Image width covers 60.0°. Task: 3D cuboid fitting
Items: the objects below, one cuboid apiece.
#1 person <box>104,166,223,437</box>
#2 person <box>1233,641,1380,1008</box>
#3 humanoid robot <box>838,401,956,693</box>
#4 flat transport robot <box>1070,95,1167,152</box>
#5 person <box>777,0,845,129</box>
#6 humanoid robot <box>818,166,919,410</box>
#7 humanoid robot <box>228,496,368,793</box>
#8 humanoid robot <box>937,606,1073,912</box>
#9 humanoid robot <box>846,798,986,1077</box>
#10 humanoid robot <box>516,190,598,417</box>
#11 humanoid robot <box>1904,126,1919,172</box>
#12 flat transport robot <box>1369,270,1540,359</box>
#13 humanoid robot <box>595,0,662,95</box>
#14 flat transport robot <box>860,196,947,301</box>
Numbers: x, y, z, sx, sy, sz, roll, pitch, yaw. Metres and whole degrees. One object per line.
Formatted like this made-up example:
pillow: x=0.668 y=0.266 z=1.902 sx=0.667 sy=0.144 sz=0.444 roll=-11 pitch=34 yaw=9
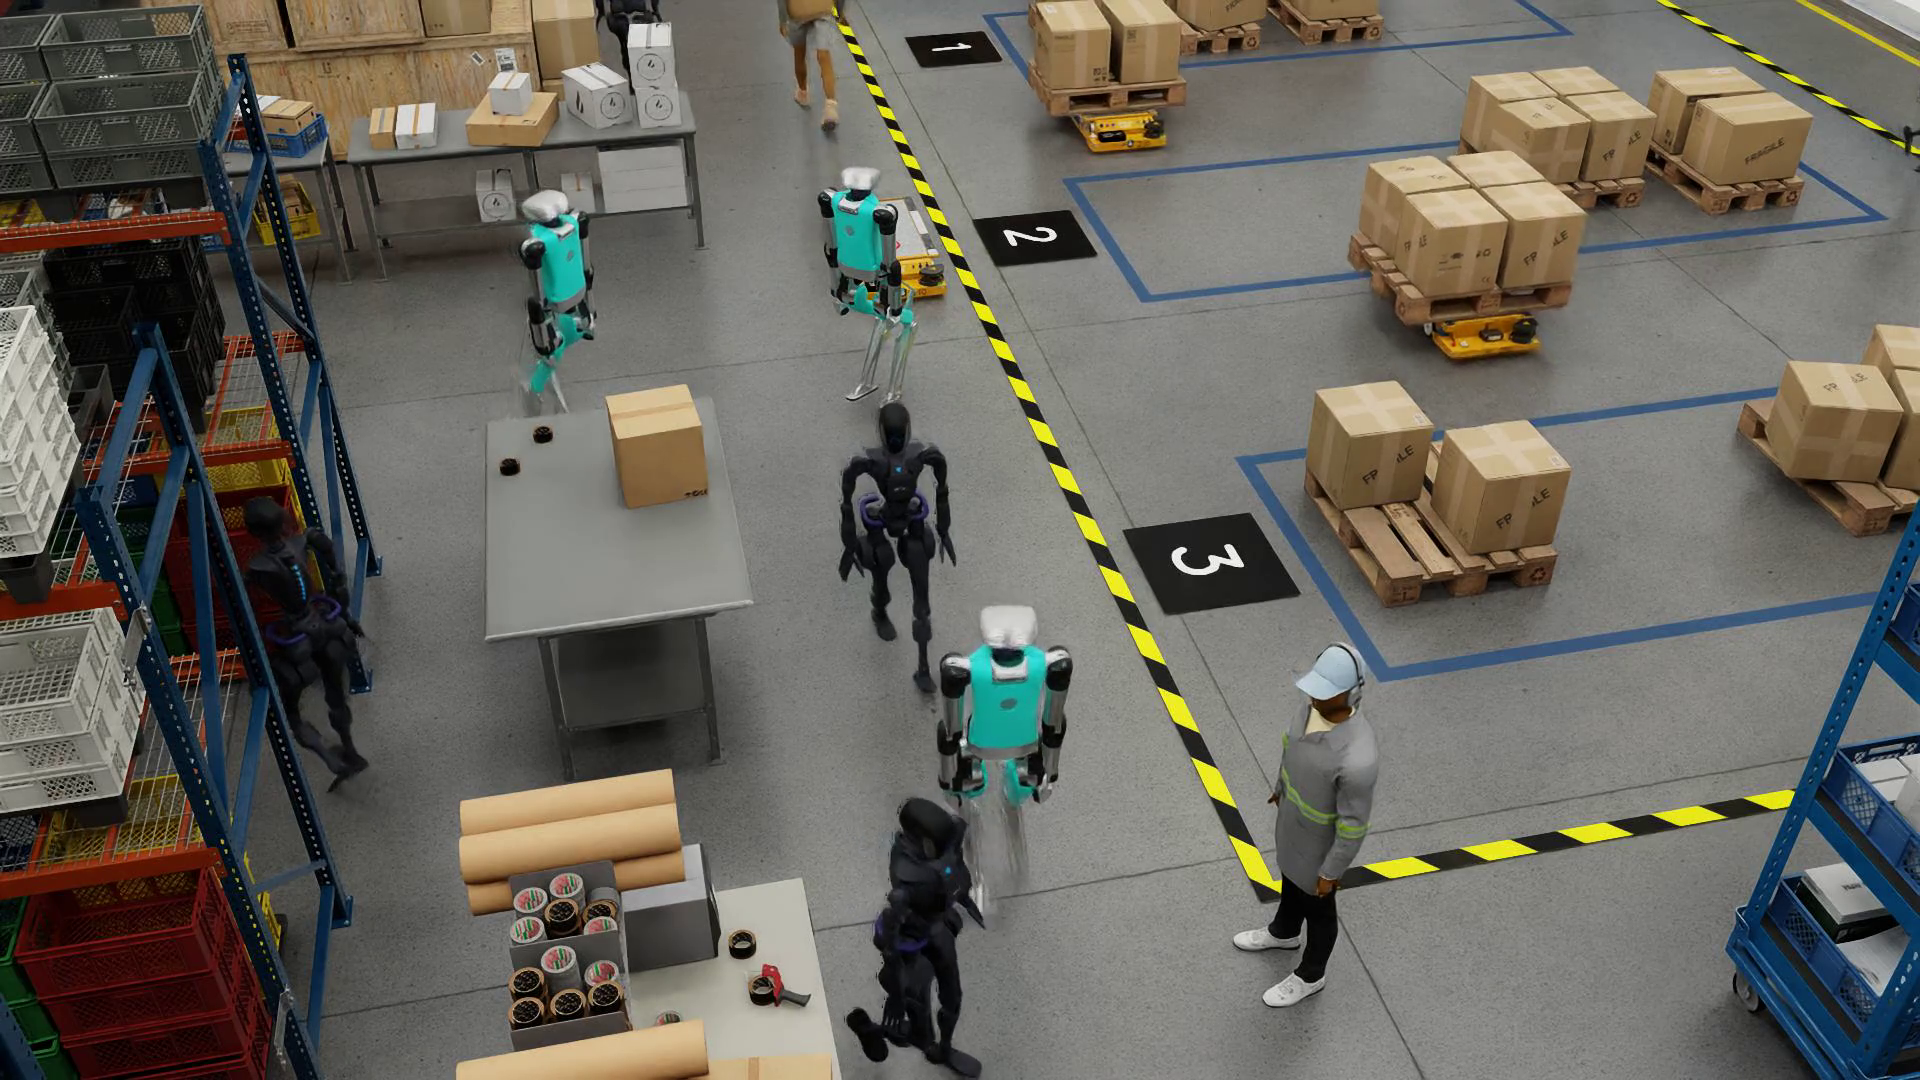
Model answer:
person: x=-4.936 y=-1.482 z=10.238 sx=0.505 sy=1.837 sz=0.332 roll=30 pitch=46 yaw=34
person: x=1.404 y=1.138 z=6.697 sx=0.363 sy=1.852 sz=0.594 roll=-8 pitch=37 yaw=-11
humanoid robot: x=-0.320 y=-0.008 z=8.420 sx=0.614 sy=1.621 sz=0.793 roll=-9 pitch=38 yaw=-12
flat transport robot: x=1.291 y=-3.815 z=14.658 sx=0.652 sy=0.197 sz=1.431 roll=-8 pitch=37 yaw=-10
person: x=-1.268 y=-4.550 z=14.222 sx=0.621 sy=2.002 sz=1.010 roll=-10 pitch=38 yaw=-13
humanoid robot: x=-0.483 y=-1.629 z=10.398 sx=0.533 sy=1.679 sz=0.735 roll=20 pitch=41 yaw=25
humanoid robot: x=-3.018 y=0.480 z=7.725 sx=0.404 sy=1.642 sz=0.603 roll=22 pitch=42 yaw=27
humanoid robot: x=0.145 y=0.902 z=7.131 sx=0.534 sy=1.811 sz=0.703 roll=-5 pitch=37 yaw=-6
humanoid robot: x=-0.178 y=1.497 z=6.372 sx=0.486 sy=1.636 sz=0.627 roll=22 pitch=42 yaw=26
humanoid robot: x=-2.545 y=-1.273 z=10.126 sx=0.714 sy=1.905 sz=0.541 roll=18 pitch=40 yaw=23
humanoid robot: x=8.029 y=-3.791 z=13.476 sx=0.599 sy=1.633 sz=0.579 roll=-14 pitch=39 yaw=-18
flat transport robot: x=3.507 y=-1.757 z=11.892 sx=0.652 sy=0.197 sz=1.431 roll=-8 pitch=37 yaw=-10
humanoid robot: x=-2.932 y=-4.653 z=14.657 sx=0.600 sy=1.631 sz=0.742 roll=-6 pitch=37 yaw=-8
flat transport robot: x=-0.570 y=-2.220 z=12.538 sx=0.659 sy=0.231 sz=1.431 roll=-8 pitch=37 yaw=-10
